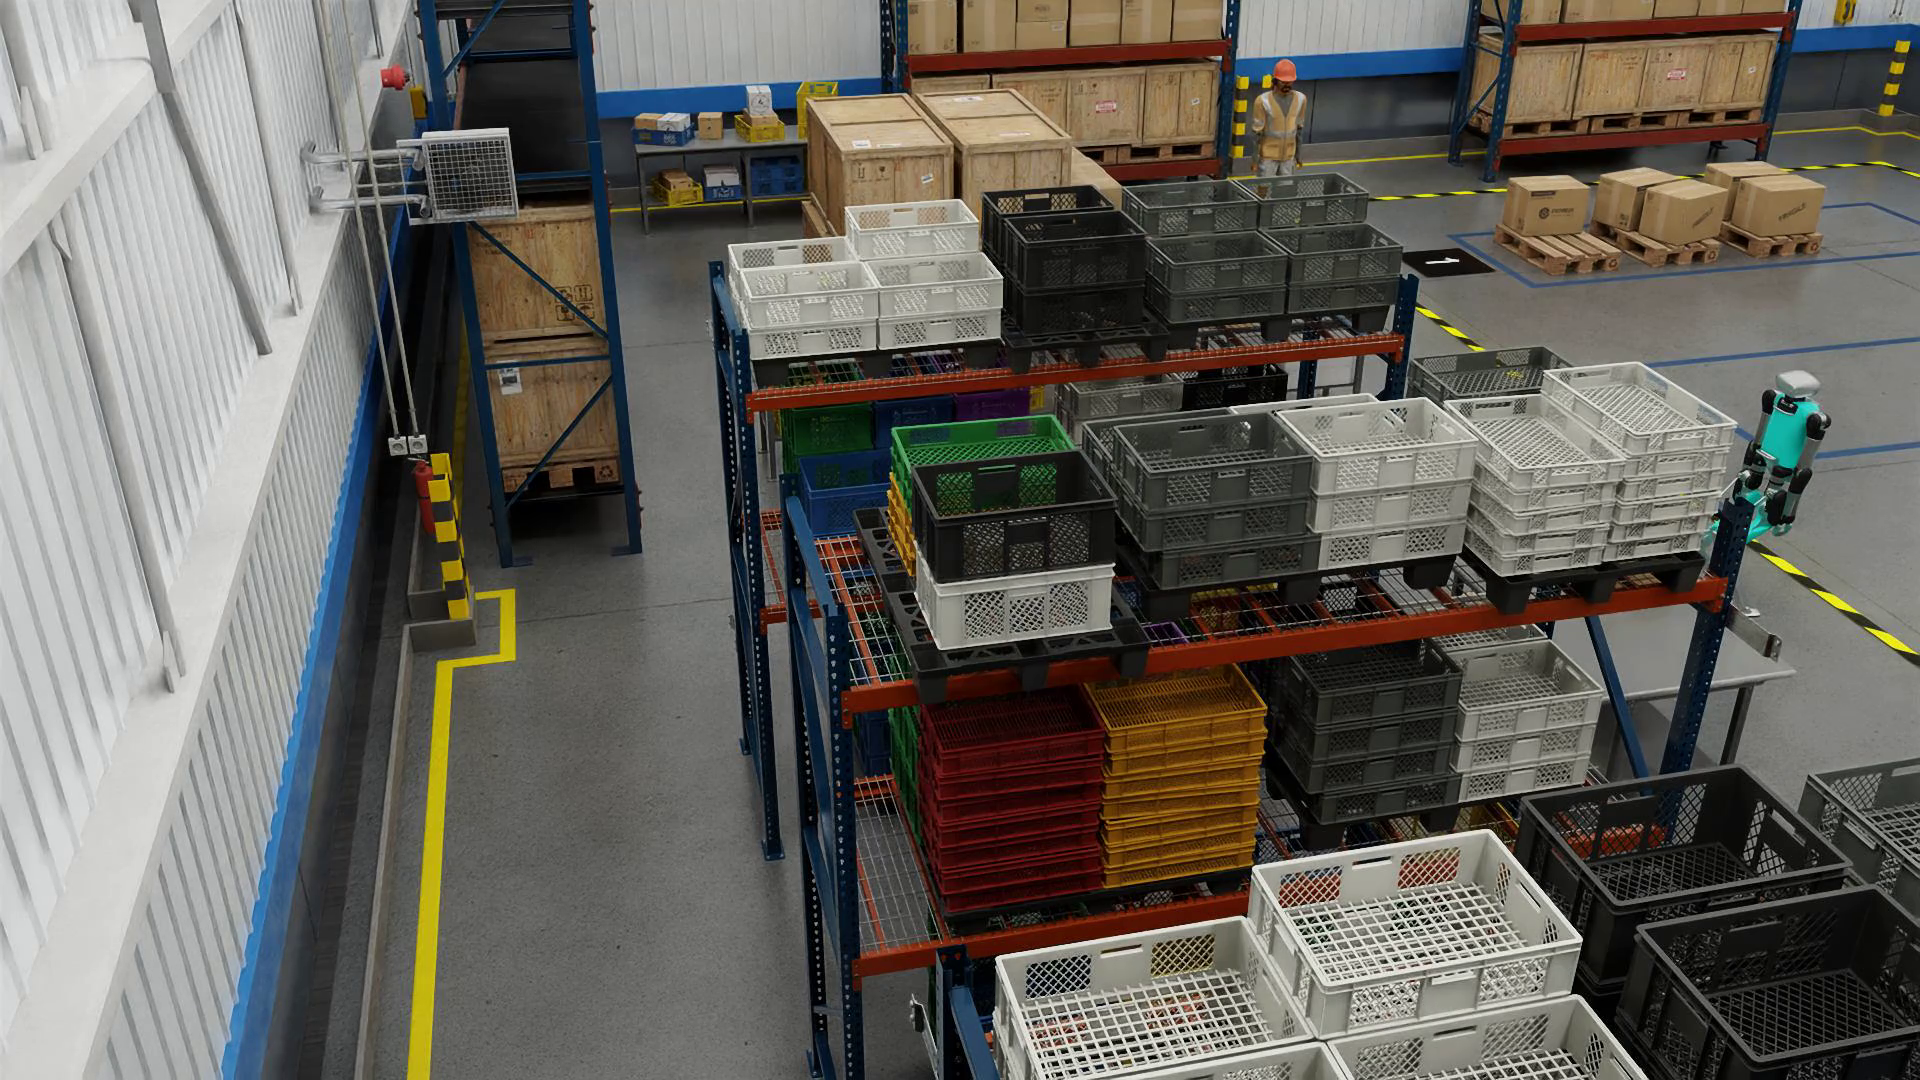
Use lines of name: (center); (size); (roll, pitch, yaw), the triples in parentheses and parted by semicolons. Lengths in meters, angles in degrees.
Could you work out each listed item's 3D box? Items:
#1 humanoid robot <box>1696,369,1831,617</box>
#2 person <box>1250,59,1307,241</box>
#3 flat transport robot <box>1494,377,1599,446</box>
humanoid robot: (5.108, -0.276, 10.850); (0.735, 1.677, 0.533); (-7, 29, -13)
person: (3.463, -4.196, 18.106); (0.614, 2.041, 0.383); (-7, 29, -14)
flat transport robot: (4.780, -1.036, 14.013); (0.659, 0.231, 1.431); (-6, 28, -12)
